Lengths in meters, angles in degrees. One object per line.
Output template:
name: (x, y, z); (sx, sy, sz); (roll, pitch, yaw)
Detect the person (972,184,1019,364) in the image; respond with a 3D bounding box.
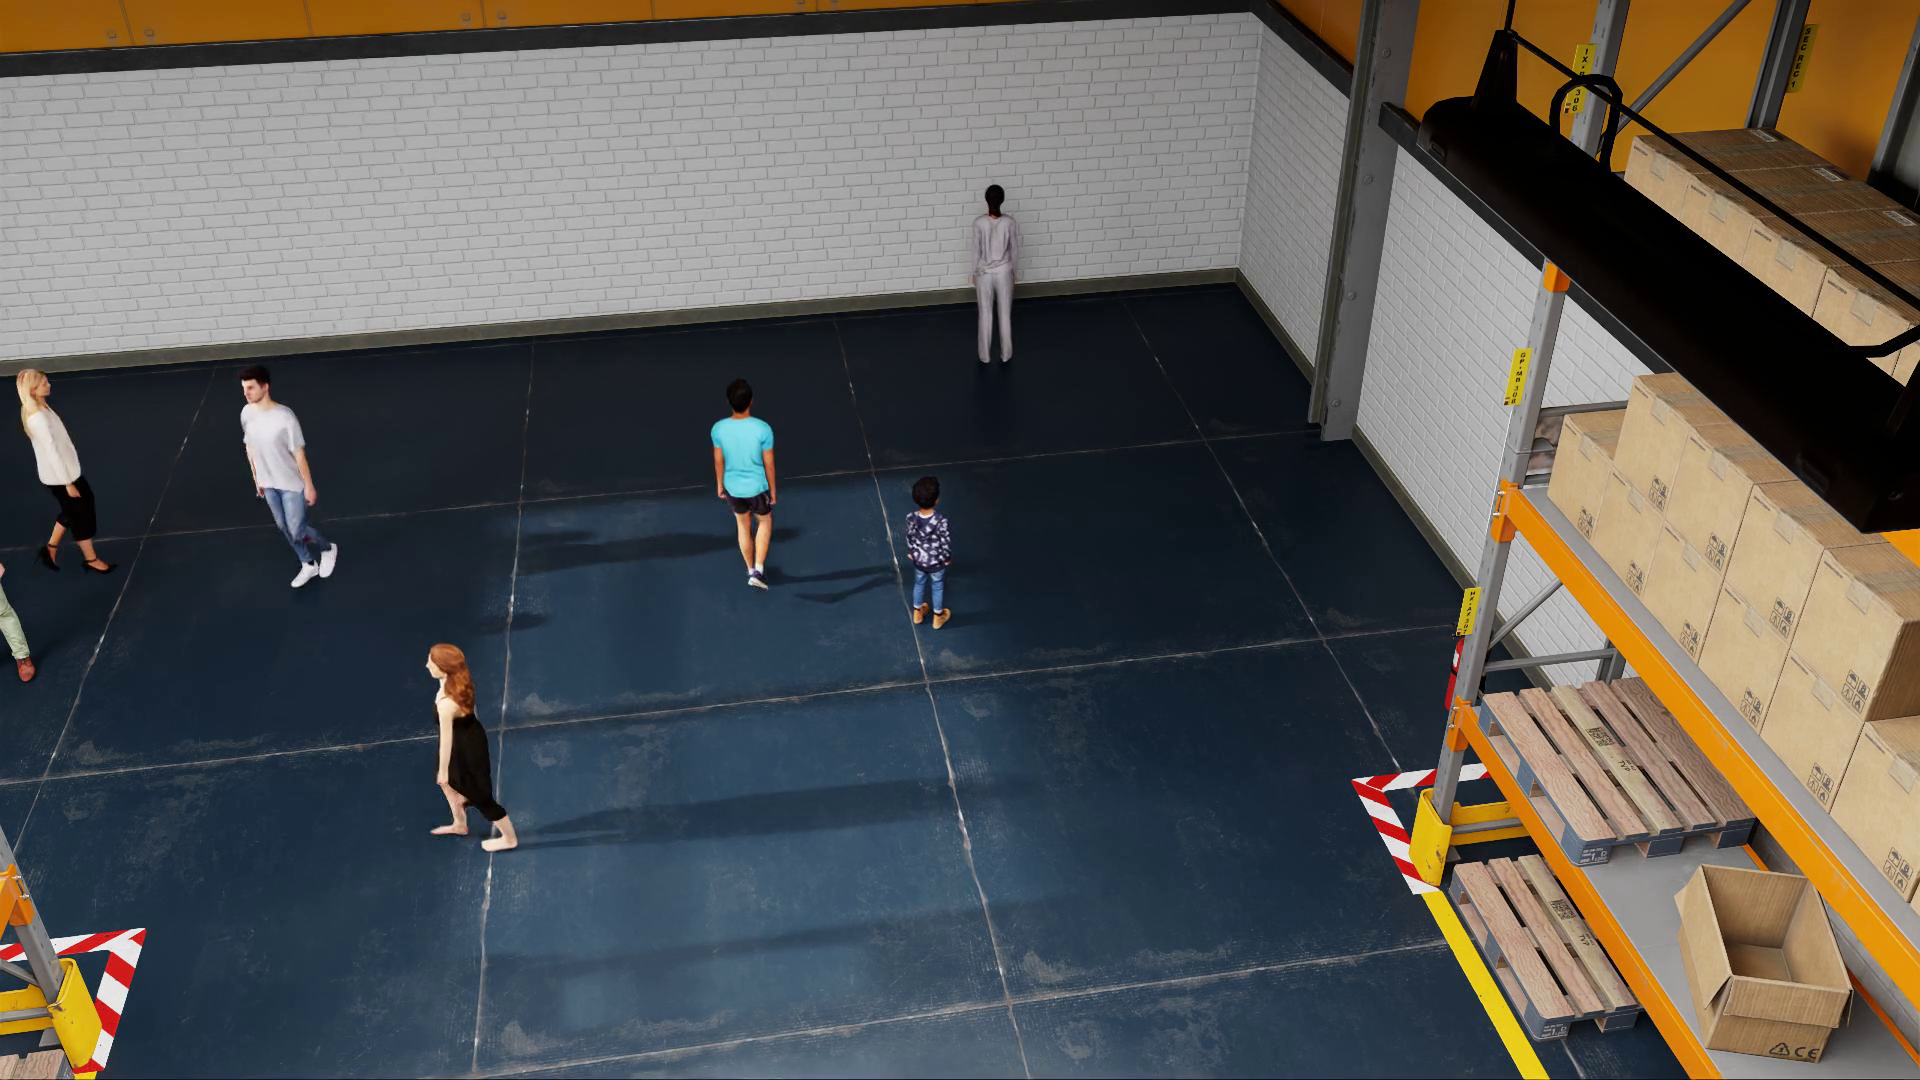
person: (0.326, -2.508, 15.726); (0.618, 1.773, 0.564); (-1, 34, -2)

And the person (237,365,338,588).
person: (-5.061, -0.503, 12.617); (0.842, 1.876, 0.876); (11, 35, 16)

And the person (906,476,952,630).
person: (-0.235, 0.090, 12.291); (0.576, 1.250, 0.613); (13, 36, 18)

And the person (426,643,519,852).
person: (-2.929, 1.287, 10.166); (0.704, 1.608, 0.753); (-2, 34, -3)

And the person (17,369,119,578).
person: (-6.870, -0.441, 12.555); (0.869, 1.842, 0.839); (-22, 39, -29)

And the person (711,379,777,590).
person: (-1.614, -0.344, 12.481); (0.701, 1.761, 0.856); (1, 34, 1)
